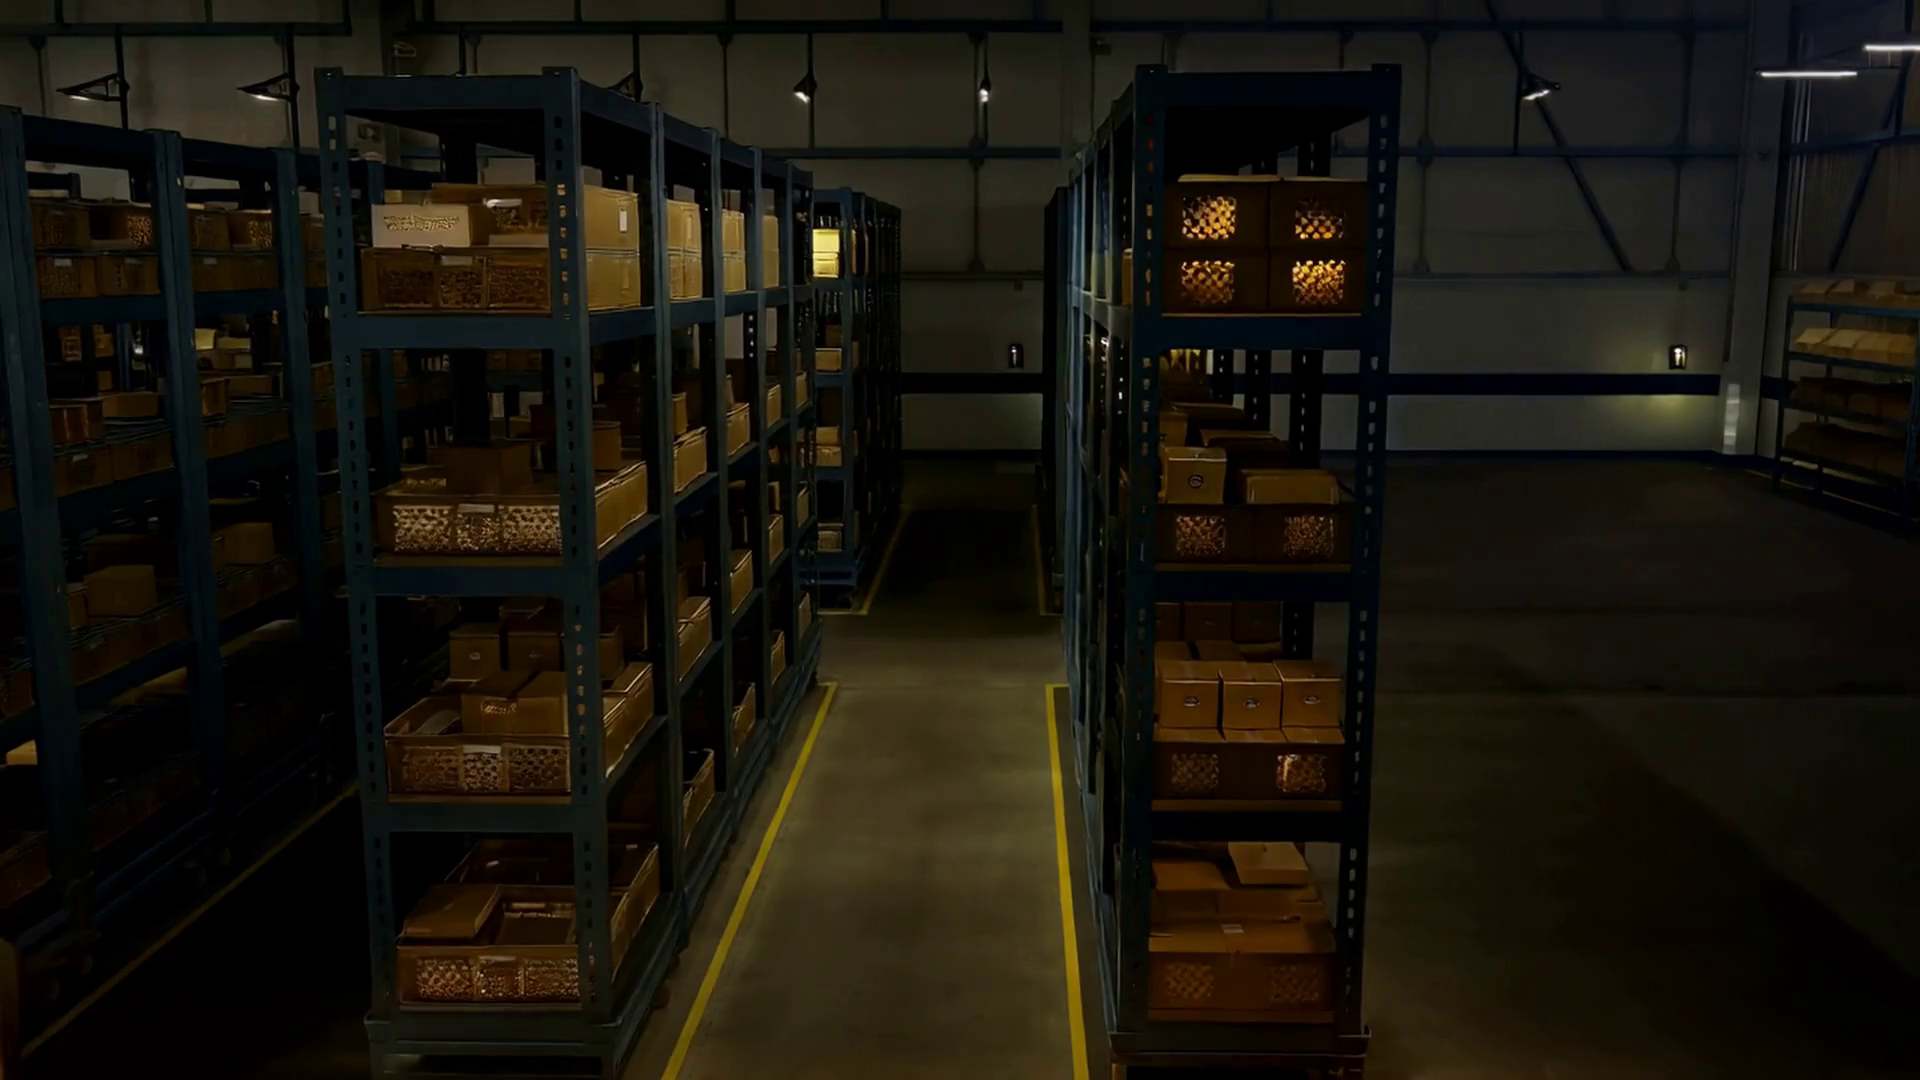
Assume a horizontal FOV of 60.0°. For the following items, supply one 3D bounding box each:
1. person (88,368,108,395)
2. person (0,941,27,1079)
[{"bbox_3d":[-11.798,-1.721,22.578,0.745,1.827,0.574,0,10,3],"label":"person"},{"bbox_3d":[-2.462,1.501,3.736,0.610,1.815,0.620,1,10,7],"label":"person"}]
